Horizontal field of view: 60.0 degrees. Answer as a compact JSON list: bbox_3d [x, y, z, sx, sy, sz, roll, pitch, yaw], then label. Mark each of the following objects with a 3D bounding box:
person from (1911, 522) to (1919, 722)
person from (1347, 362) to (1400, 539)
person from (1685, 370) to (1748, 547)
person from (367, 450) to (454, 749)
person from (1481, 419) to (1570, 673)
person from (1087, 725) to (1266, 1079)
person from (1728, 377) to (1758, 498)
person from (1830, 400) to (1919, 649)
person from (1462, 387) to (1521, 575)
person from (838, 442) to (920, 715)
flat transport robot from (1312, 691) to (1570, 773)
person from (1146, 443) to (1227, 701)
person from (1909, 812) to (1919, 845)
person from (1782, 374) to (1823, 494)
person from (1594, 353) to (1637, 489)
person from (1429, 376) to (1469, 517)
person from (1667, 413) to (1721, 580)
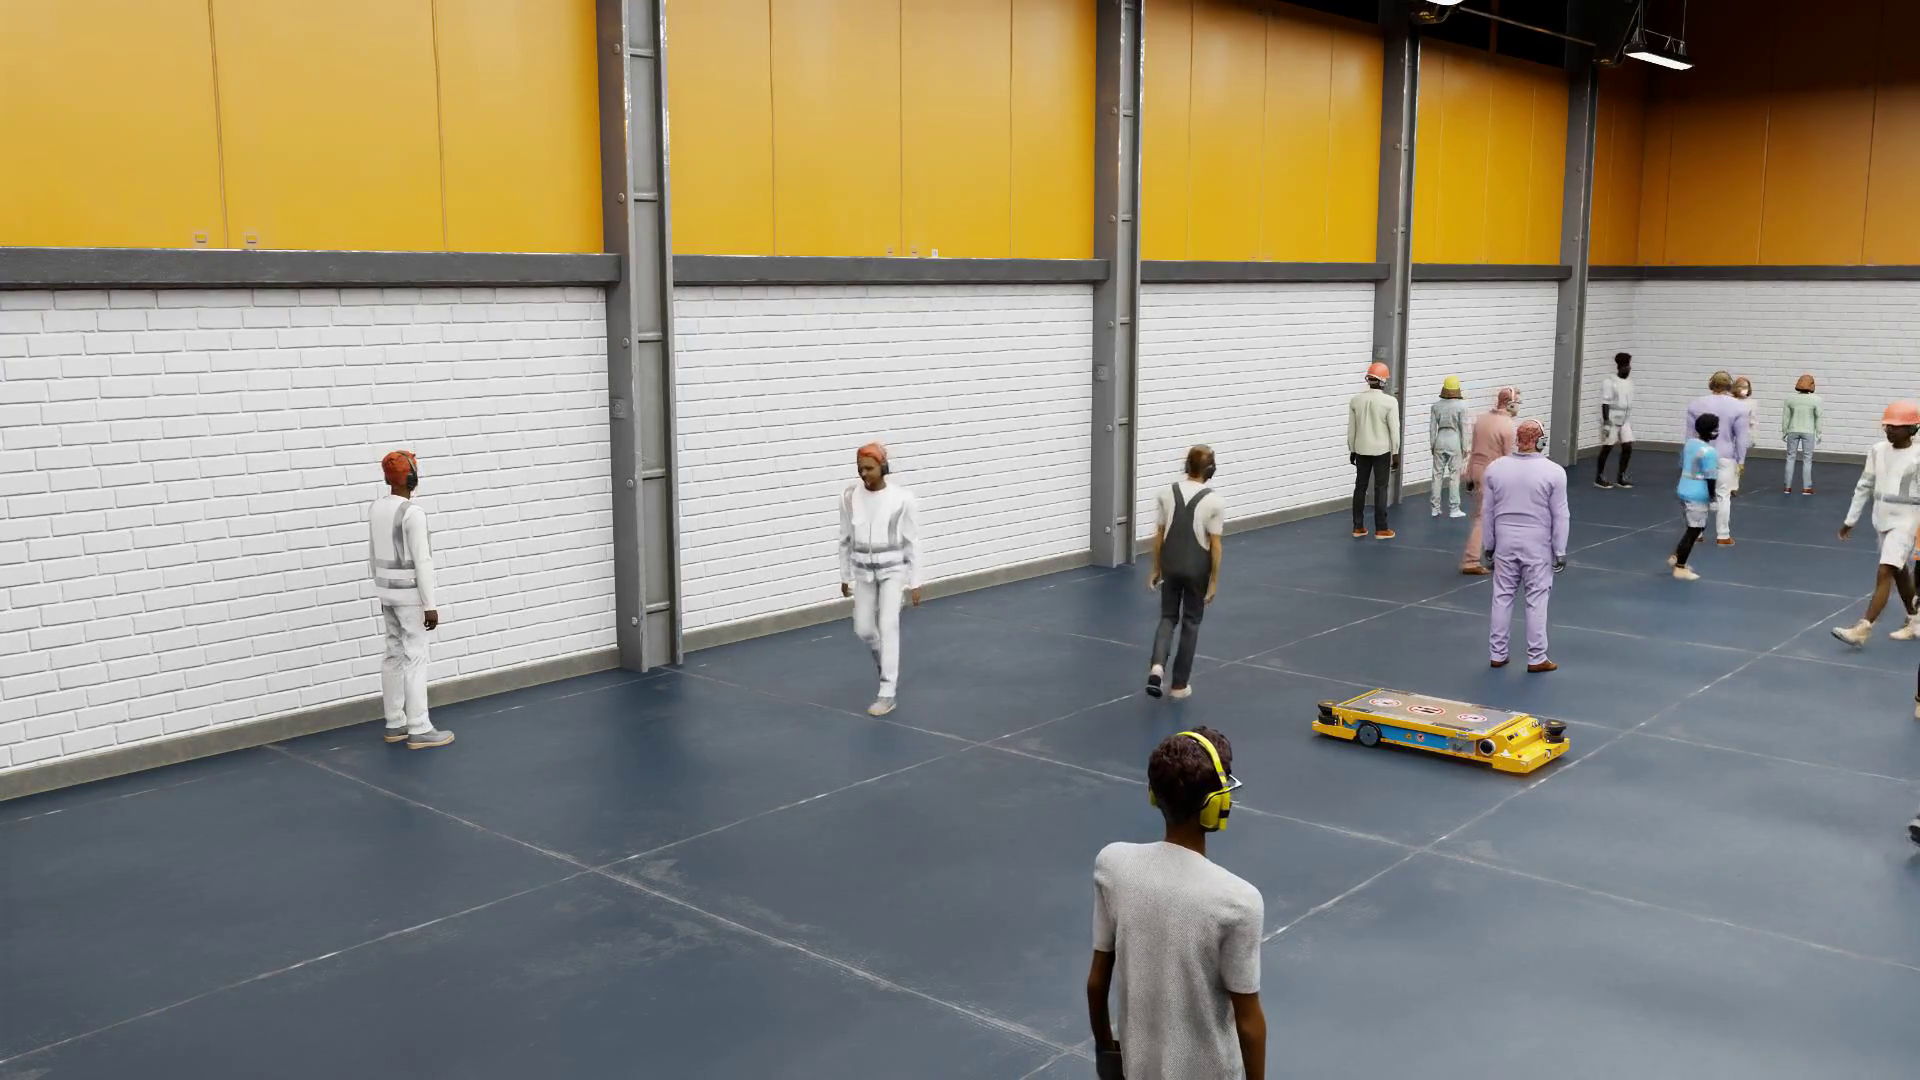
[{"bbox_3d":[6.575,0.390,10.979,0.541,1.698,0.315,8,12,40],"label":"person"},{"bbox_3d":[4.694,-1.011,18.845,0.622,1.993,0.384,8,12,40],"label":"person"},{"bbox_3d":[8.292,-0.888,18.248,0.635,1.939,0.359,8,12,40],"label":"person"},{"bbox_3d":[-3.491,0.373,10.507,0.584,1.882,0.344,8,12,40],"label":"person"},{"bbox_3d":[4.260,0.041,12.517,0.652,1.906,0.409,8,12,40],"label":"person"},{"bbox_3d":[0.563,1.383,4.207,0.532,1.870,0.315,8,12,40],"label":"person"},{"bbox_3d":[10.384,-1.364,22.216,0.519,1.617,0.369,0,9,3],"label":"person"},{"bbox_3d":[7.443,-0.124,13.318,1.067,1.983,0.630,-2,9,-14],"label":"person"},{"bbox_3d":[5.369,-0.577,16.519,0.812,1.866,0.660,-2,9,-12],"label":"person"},{"bbox_3d":[-0.529,0.234,11.461,0.614,1.860,0.648,3,10,18],"label":"person"},{"bbox_3d":[3.022,1.178,10.503,1.431,0.197,0.652,8,12,40],"label":"flat transport robot"},{"bbox_3d":[1.550,0.247,11.489,0.555,1.822,0.490,5,10,27],"label":"person"},{"bbox_3d":[5.184,0.765,8.308,0.603,1.804,0.615,-3,9,-16],"label":"person"},{"bbox_3d":[11.463,-1.436,22.648,0.507,1.632,0.273,8,12,40],"label":"person"},{"bbox_3d":[9.105,-1.649,23.071,0.620,1.917,0.720,-3,10,-20],"label":"person"},{"bbox_3d":[6.043,-1.155,20.538,0.493,1.745,0.294,8,12,40],"label":"person"},{"bbox_3d":[7.165,-0.414,16.166,0.355,1.660,0.607,1,9,6],"label":"person"}]
